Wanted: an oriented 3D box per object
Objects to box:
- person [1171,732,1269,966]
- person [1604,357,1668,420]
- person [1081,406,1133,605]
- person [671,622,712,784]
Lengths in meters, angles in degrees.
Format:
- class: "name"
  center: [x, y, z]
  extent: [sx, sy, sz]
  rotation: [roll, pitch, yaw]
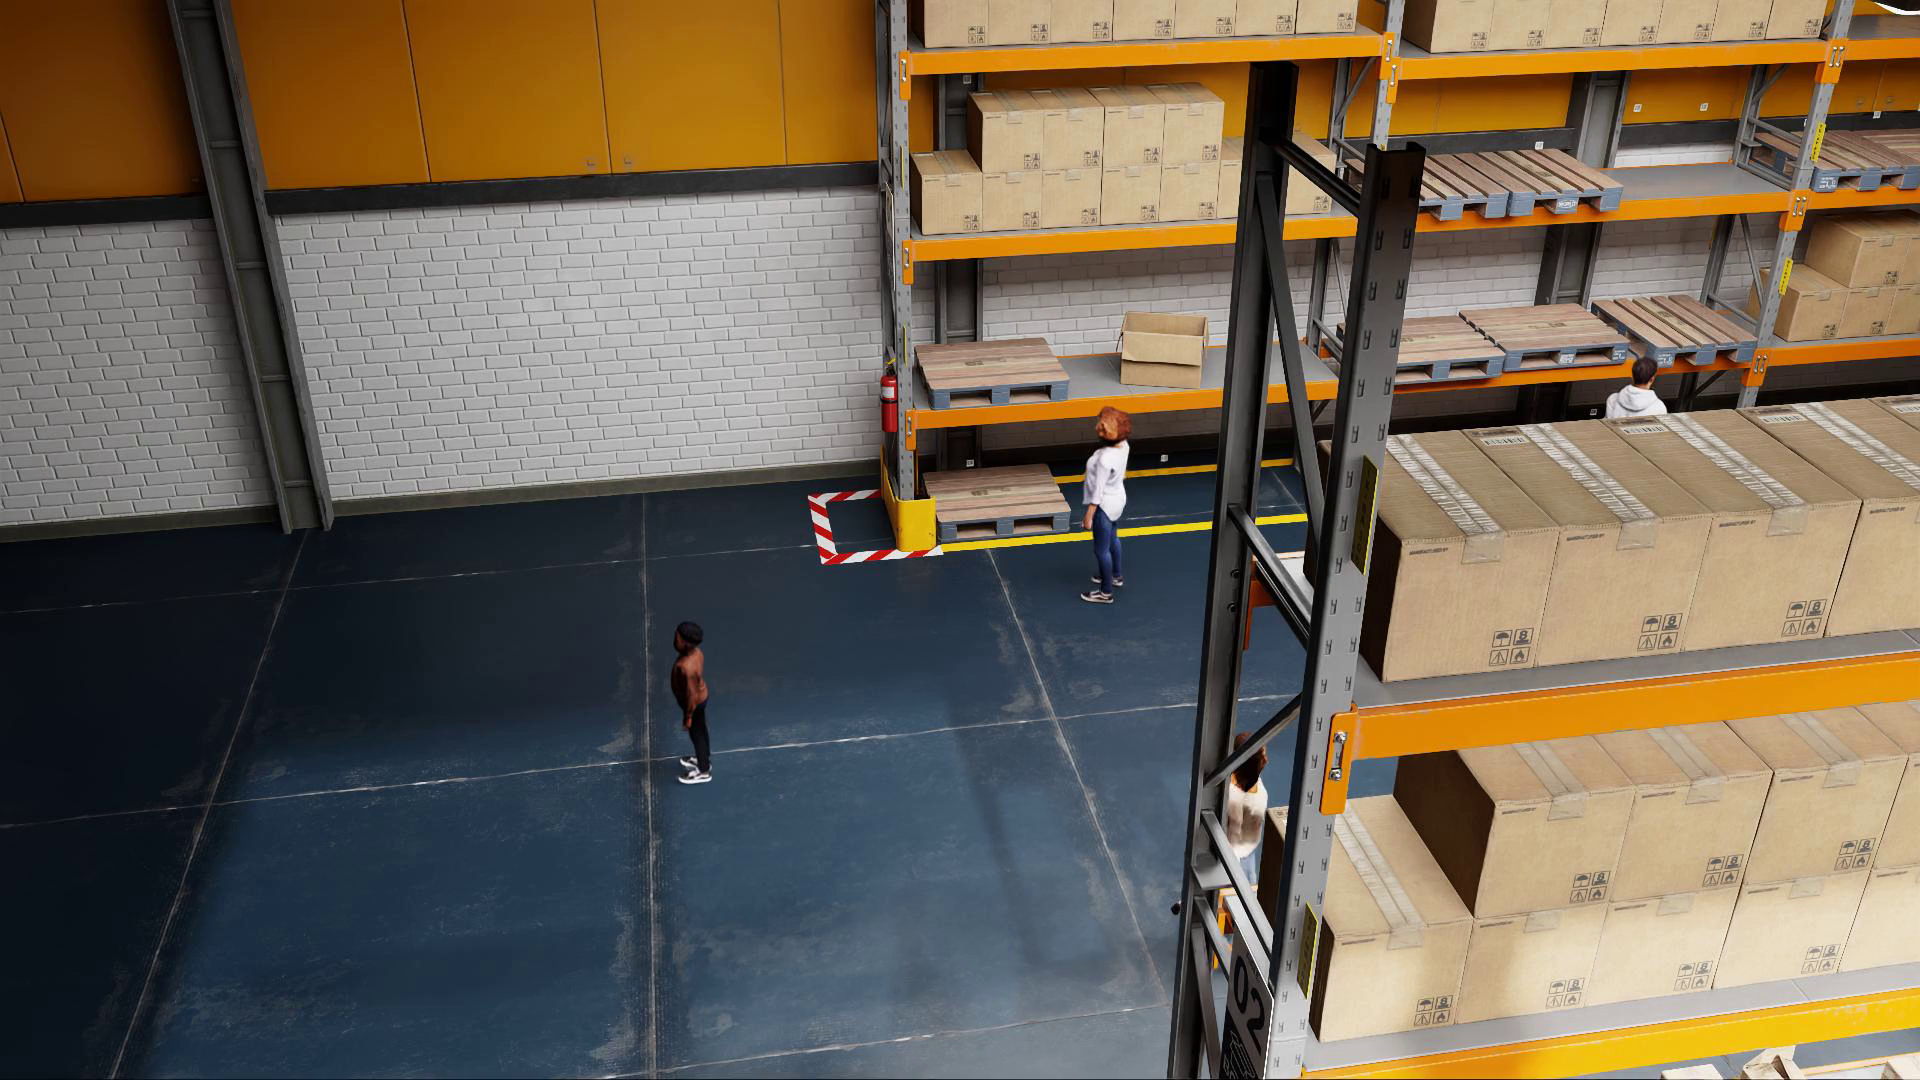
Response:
- class: "person"
  center: [1.532, 1.814, 9.796]
  extent: [0.910, 1.671, 0.830]
  rotation: [12, 31, 21]
- class: "person"
  center: [5.615, -0.633, 14.012]
  extent: [0.767, 1.930, 0.825]
  rotation: [19, 34, 31]
- class: "person"
  center: [1.246, -0.290, 13.614]
  extent: [0.784, 1.708, 0.757]
  rotation: [13, 31, 22]
- class: "person"
  center: [-1.843, 1.110, 11.521]
  extent: [0.514, 1.255, 0.548]
  rotation: [-1, 29, -1]
